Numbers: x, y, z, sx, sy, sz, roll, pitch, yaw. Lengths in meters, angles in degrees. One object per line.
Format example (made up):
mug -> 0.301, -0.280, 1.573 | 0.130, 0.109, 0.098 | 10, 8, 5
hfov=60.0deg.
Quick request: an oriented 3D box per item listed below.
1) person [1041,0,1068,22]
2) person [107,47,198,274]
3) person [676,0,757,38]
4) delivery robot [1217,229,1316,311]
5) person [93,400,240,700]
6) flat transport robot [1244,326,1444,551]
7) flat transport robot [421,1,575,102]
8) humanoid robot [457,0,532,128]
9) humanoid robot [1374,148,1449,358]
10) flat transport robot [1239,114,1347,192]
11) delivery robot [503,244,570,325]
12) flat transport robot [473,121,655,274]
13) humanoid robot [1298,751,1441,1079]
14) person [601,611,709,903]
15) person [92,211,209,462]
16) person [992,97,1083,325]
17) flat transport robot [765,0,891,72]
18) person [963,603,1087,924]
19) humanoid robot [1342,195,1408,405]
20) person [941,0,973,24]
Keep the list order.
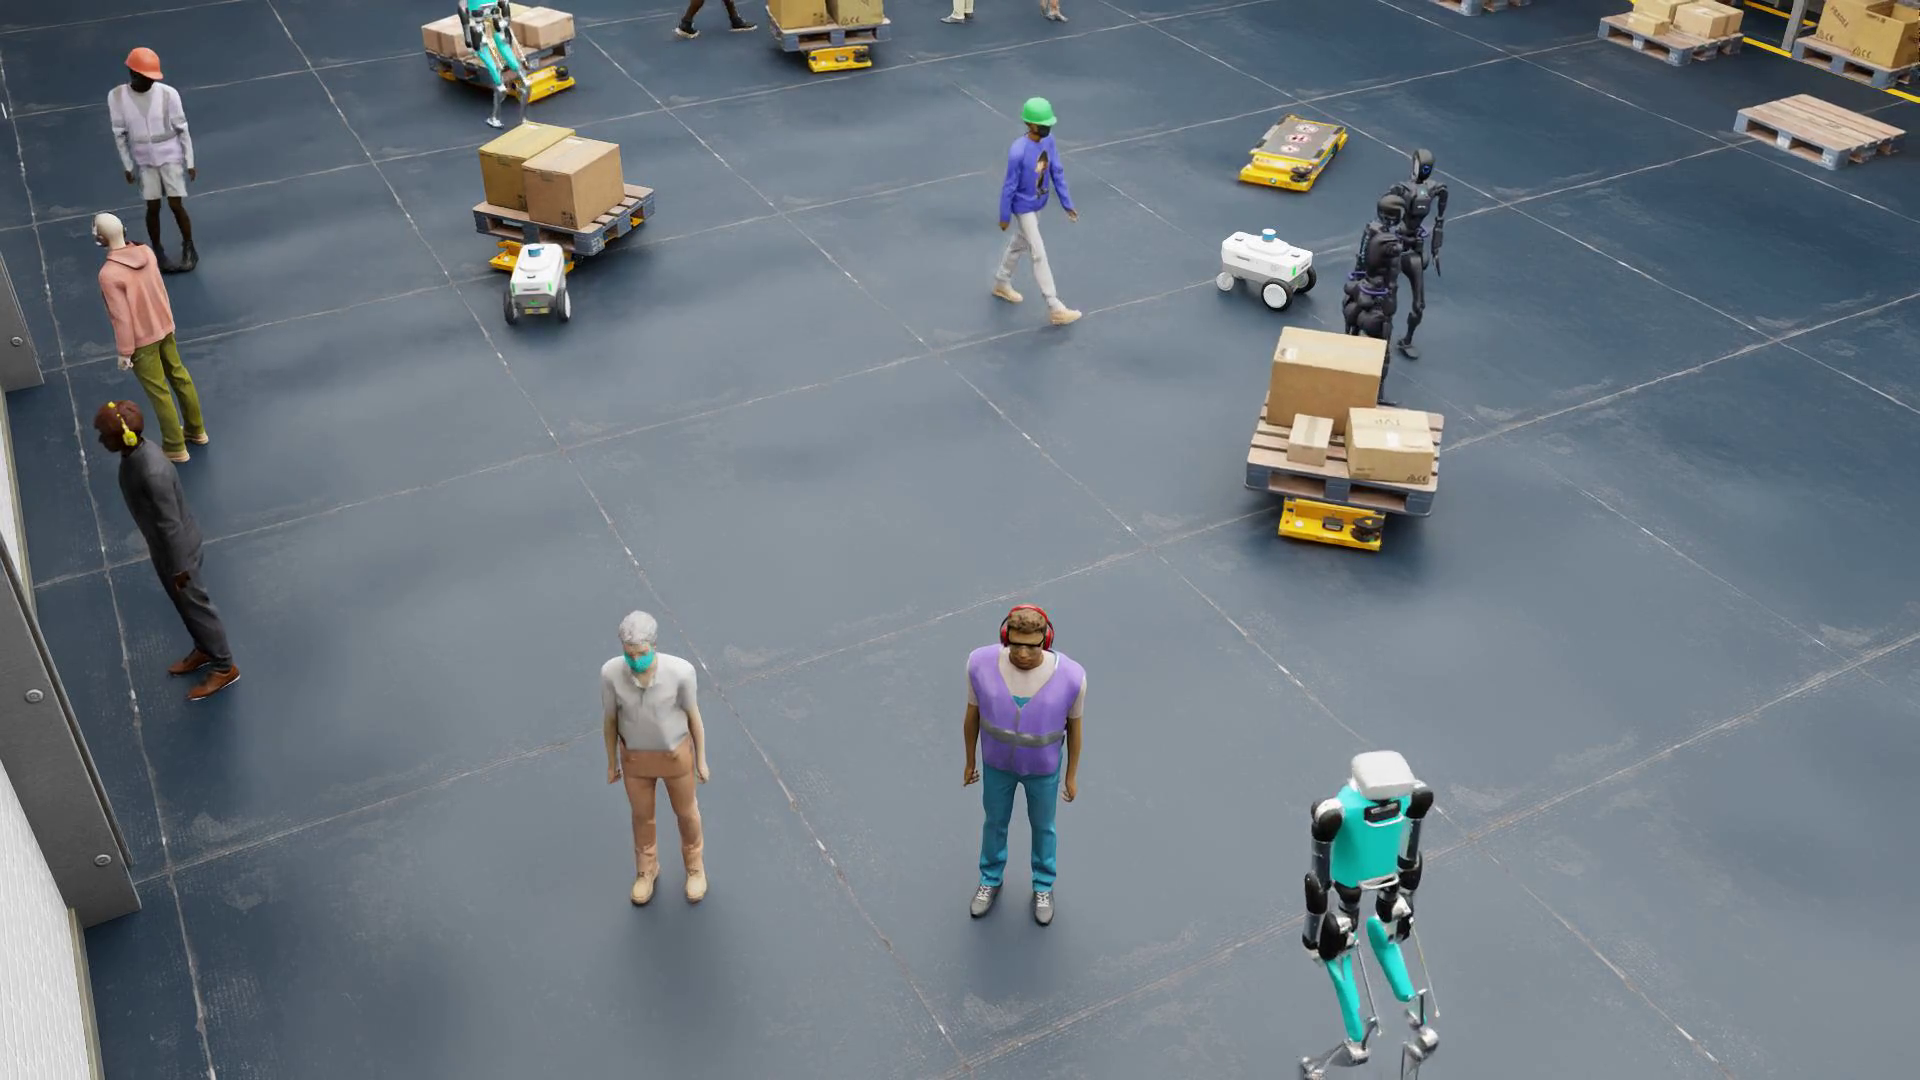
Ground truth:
person -> 1.140, -6.791, 19.194 | 0.419, 1.654, 0.570 | 27, 43, 33
person -> -6.645, -3.145, 13.799 | 0.573, 1.889, 0.405 | -10, 36, -13
person -> -2.855, -6.648, 18.778 | 0.920, 1.921, 0.609 | -9, 36, -13
delivery robot -> 2.531, -2.261, 13.693 | 0.774, 0.592, 0.499 | 23, 41, 29
person -> -4.408, 0.039, 9.267 | 0.363, 1.869, 0.495 | -26, 42, -32
flat transport robot -> 2.602, -0.427, 11.325 | 0.659, 0.231, 1.431 | 10, 36, 14
flat transport robot -> -4.902, -5.025, 17.890 | 1.431, 0.231, 0.659 | 21, 40, 27
humanoid robot -> -4.589, -4.933, 16.487 | 0.533, 1.780, 0.741 | -25, 42, -32
humanoid robot -> 3.366, -2.147, 12.550 | 0.610, 1.646, 0.445 | -7, 36, -9
flat transport robot -> 3.240, -3.751, 16.071 | 0.659, 0.231, 1.431 | 16, 38, 21
delivery robot -> -3.414, -2.110, 13.459 | 0.499, 0.571, 0.756 | -2, 35, -3
flat transport robot -> -3.414, -2.680, 14.542 | 0.659, 0.231, 1.431 | 14, 37, 20
humanoid robot -> 1.769, 1.774, 6.936 | 0.530, 1.798, 0.808 | -11, 36, -15
person -> -1.452, 1.037, 7.947 | 0.491, 1.742, 0.304 | -1, 35, -1
person -> -5.533, -1.377, 11.320 | 0.372, 1.833, 0.522 | 8, 36, 12
person -> 0.601, -2.613, 13.102 | 0.989, 1.814, 0.473 | 24, 42, 30
flat transport robot -> -1.487, -5.595, 18.705 | 0.659, 0.231, 1.431 | -10, 36, -14
person -> 0.295, 1.042, 7.850 | 0.564, 1.849, 0.389 | 6, 35, 8
humanoid robot -> 2.948, -1.714, 11.941 | 0.483, 1.644, 0.584 | -10, 36, -13
person -> 0.008, -6.911, 19.209 | 0.391, 1.846, 0.563 | 17, 38, 23
